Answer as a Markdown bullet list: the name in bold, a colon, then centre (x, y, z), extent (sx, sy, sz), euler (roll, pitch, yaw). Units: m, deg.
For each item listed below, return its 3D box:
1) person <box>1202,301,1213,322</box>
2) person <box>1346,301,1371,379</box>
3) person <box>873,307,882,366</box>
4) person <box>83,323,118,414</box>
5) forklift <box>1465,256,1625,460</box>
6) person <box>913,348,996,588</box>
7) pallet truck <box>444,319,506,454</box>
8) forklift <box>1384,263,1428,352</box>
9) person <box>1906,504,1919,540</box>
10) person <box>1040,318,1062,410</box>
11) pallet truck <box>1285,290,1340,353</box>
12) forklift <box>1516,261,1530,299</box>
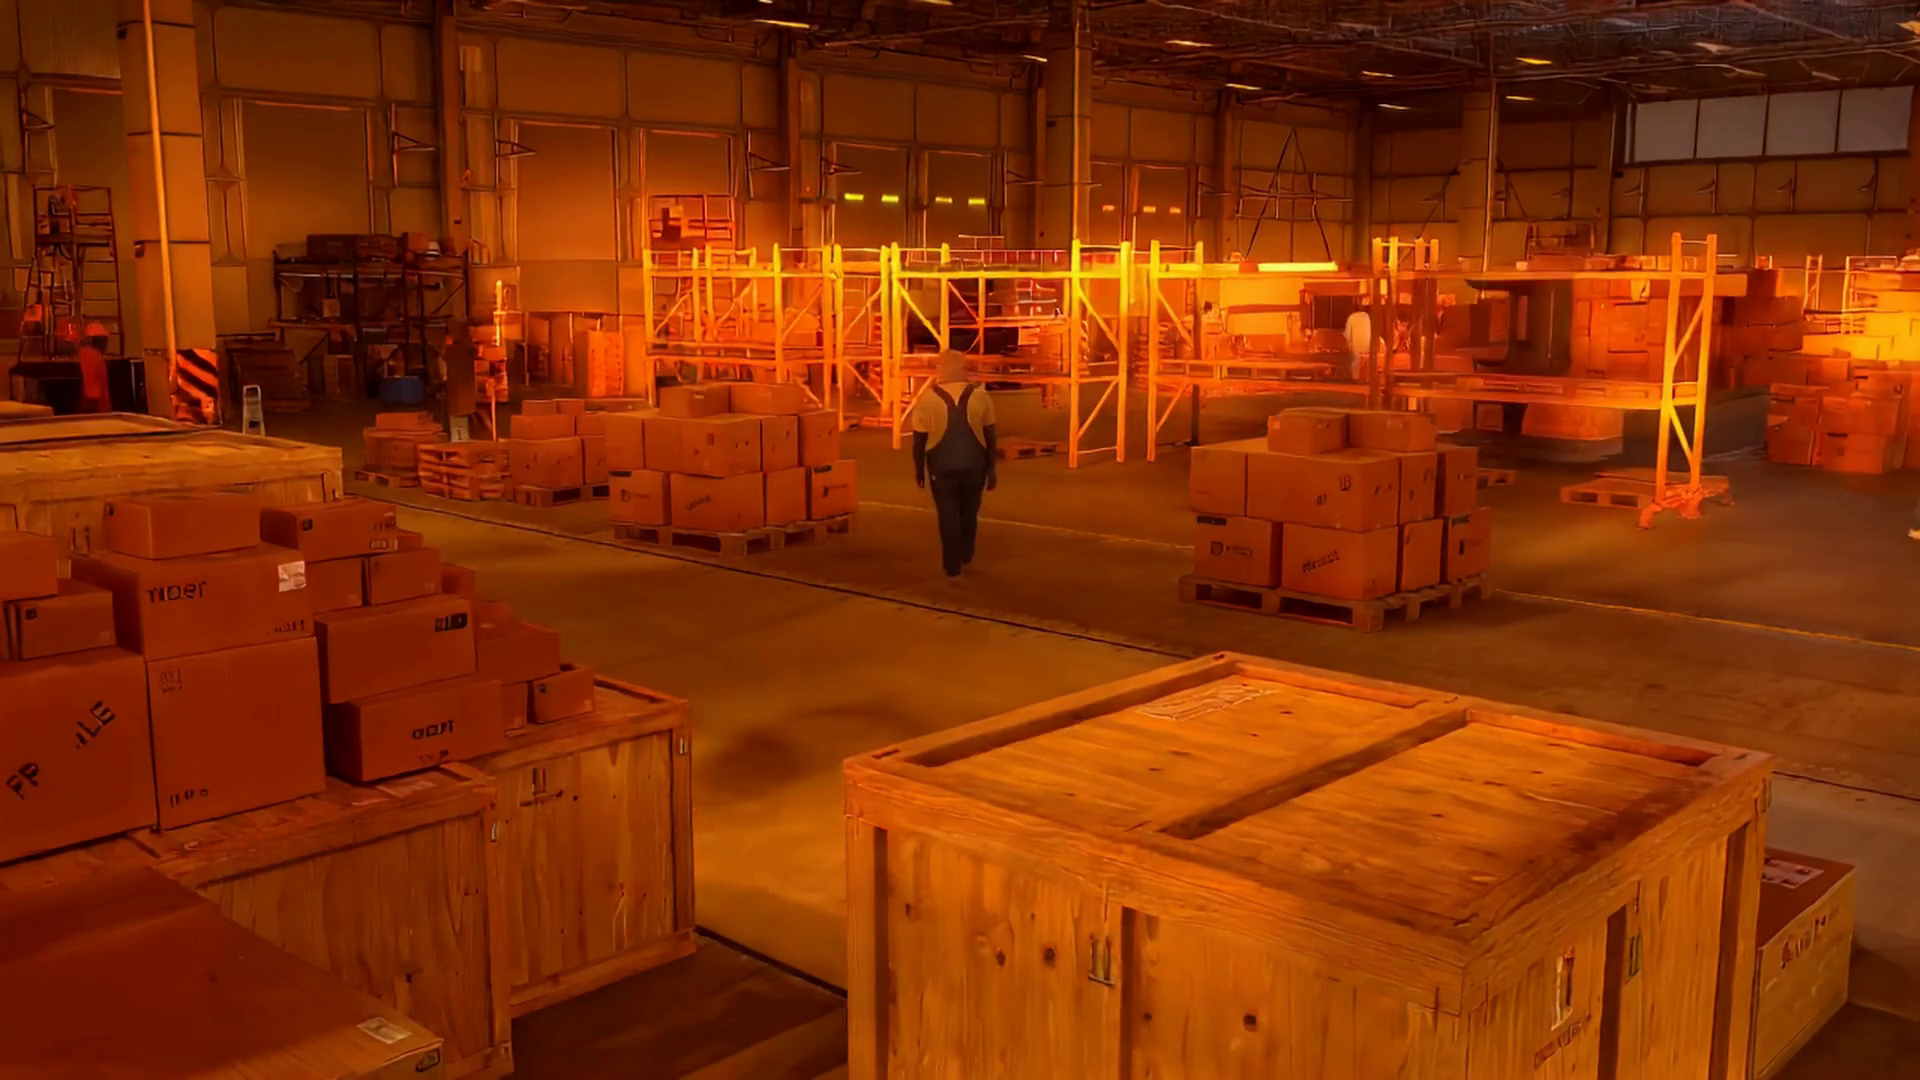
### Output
- **person**: centre (7.420, -6.429, 50.644), extent (0.786, 1.660, 0.555), euler (-1, 9, -9)
- **person**: centre (9.245, -4.541, 38.316), extent (0.638, 1.920, 0.454), euler (9, 13, 42)
- **person**: centre (-2.170, -5.389, 44.412), extent (0.314, 1.633, 0.521), euler (-1, 9, -5)
- **person**: centre (-11.850, -2.039, 22.998), extent (0.557, 1.907, 0.624), euler (-5, 11, -28)
- **forklift**: centre (8.336, -2.601, 23.489), extent (1.873, 2.768, 1.129), euler (9, 13, 43)
- **person**: centre (-0.062, -0.659, 14.151), extent (0.691, 2.000, 1.015), euler (-1, 9, -8)
- **pallet truck**: centre (-6.981, -1.942, 22.150), extent (1.885, 1.965, 0.823), euler (1, 9, 9)
- **forklift**: centre (12.980, -6.426, 46.944), extent (1.873, 2.768, 1.129), euler (3, 10, 15)
- **person**: centre (9.759, -0.890, 16.218), extent (0.947, 1.822, 0.541), euler (0, 9, -2)
- **person**: centre (1.737, -3.332, 31.485), extent (0.488, 1.736, 0.323), euler (-5, 11, -30)
- **pallet truck**: centre (11.297, -6.951, 52.861), extent (1.885, 1.965, 0.823), euler (-5, 11, -29)
- **forklift**: centre (12.922, -4.937, 37.814), extent (1.873, 2.768, 1.129), euler (9, 13, 43)
